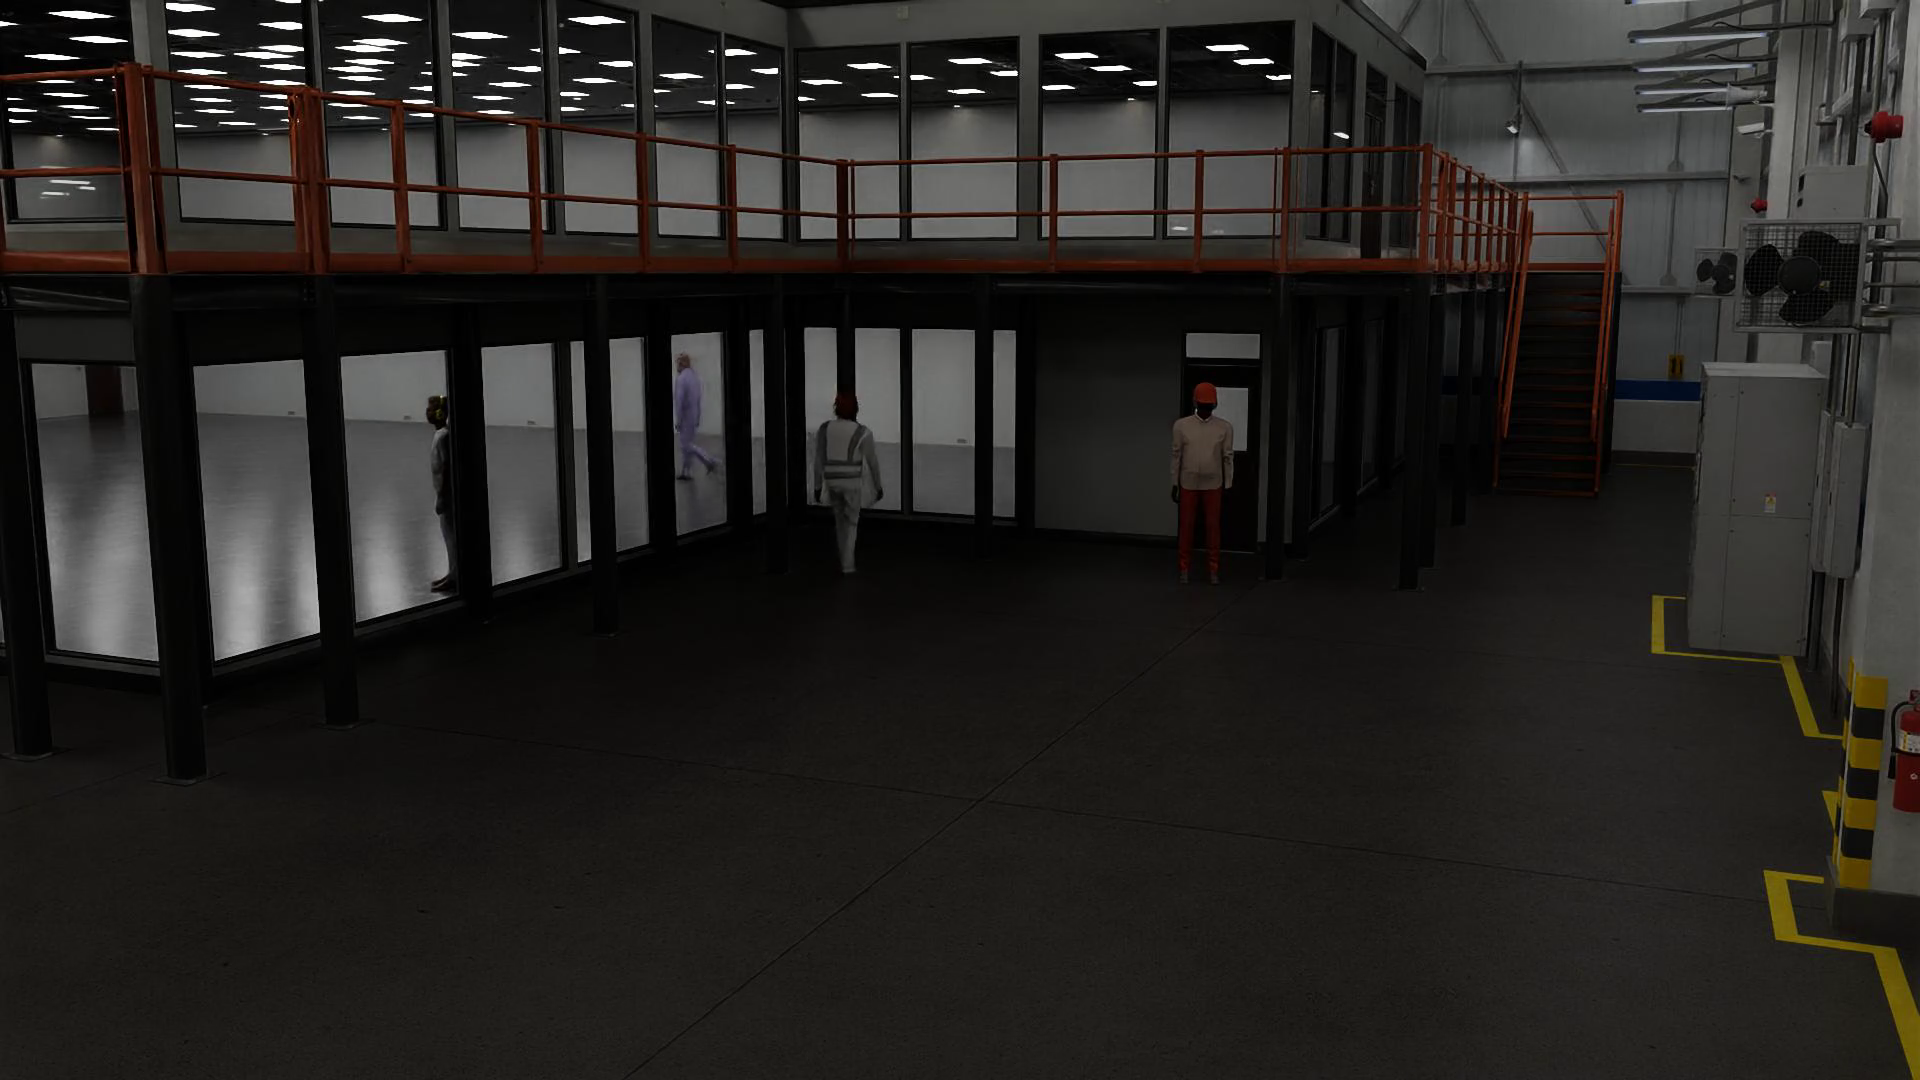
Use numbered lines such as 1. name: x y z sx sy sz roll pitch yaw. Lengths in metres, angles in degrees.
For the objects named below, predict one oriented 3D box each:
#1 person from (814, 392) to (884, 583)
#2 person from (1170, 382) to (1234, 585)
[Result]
1. person: -1.094 -0.526 16.402 0.612 1.865 0.679 4 10 22
2. person: 2.355 -0.545 16.193 0.612 1.986 0.406 1 9 7
